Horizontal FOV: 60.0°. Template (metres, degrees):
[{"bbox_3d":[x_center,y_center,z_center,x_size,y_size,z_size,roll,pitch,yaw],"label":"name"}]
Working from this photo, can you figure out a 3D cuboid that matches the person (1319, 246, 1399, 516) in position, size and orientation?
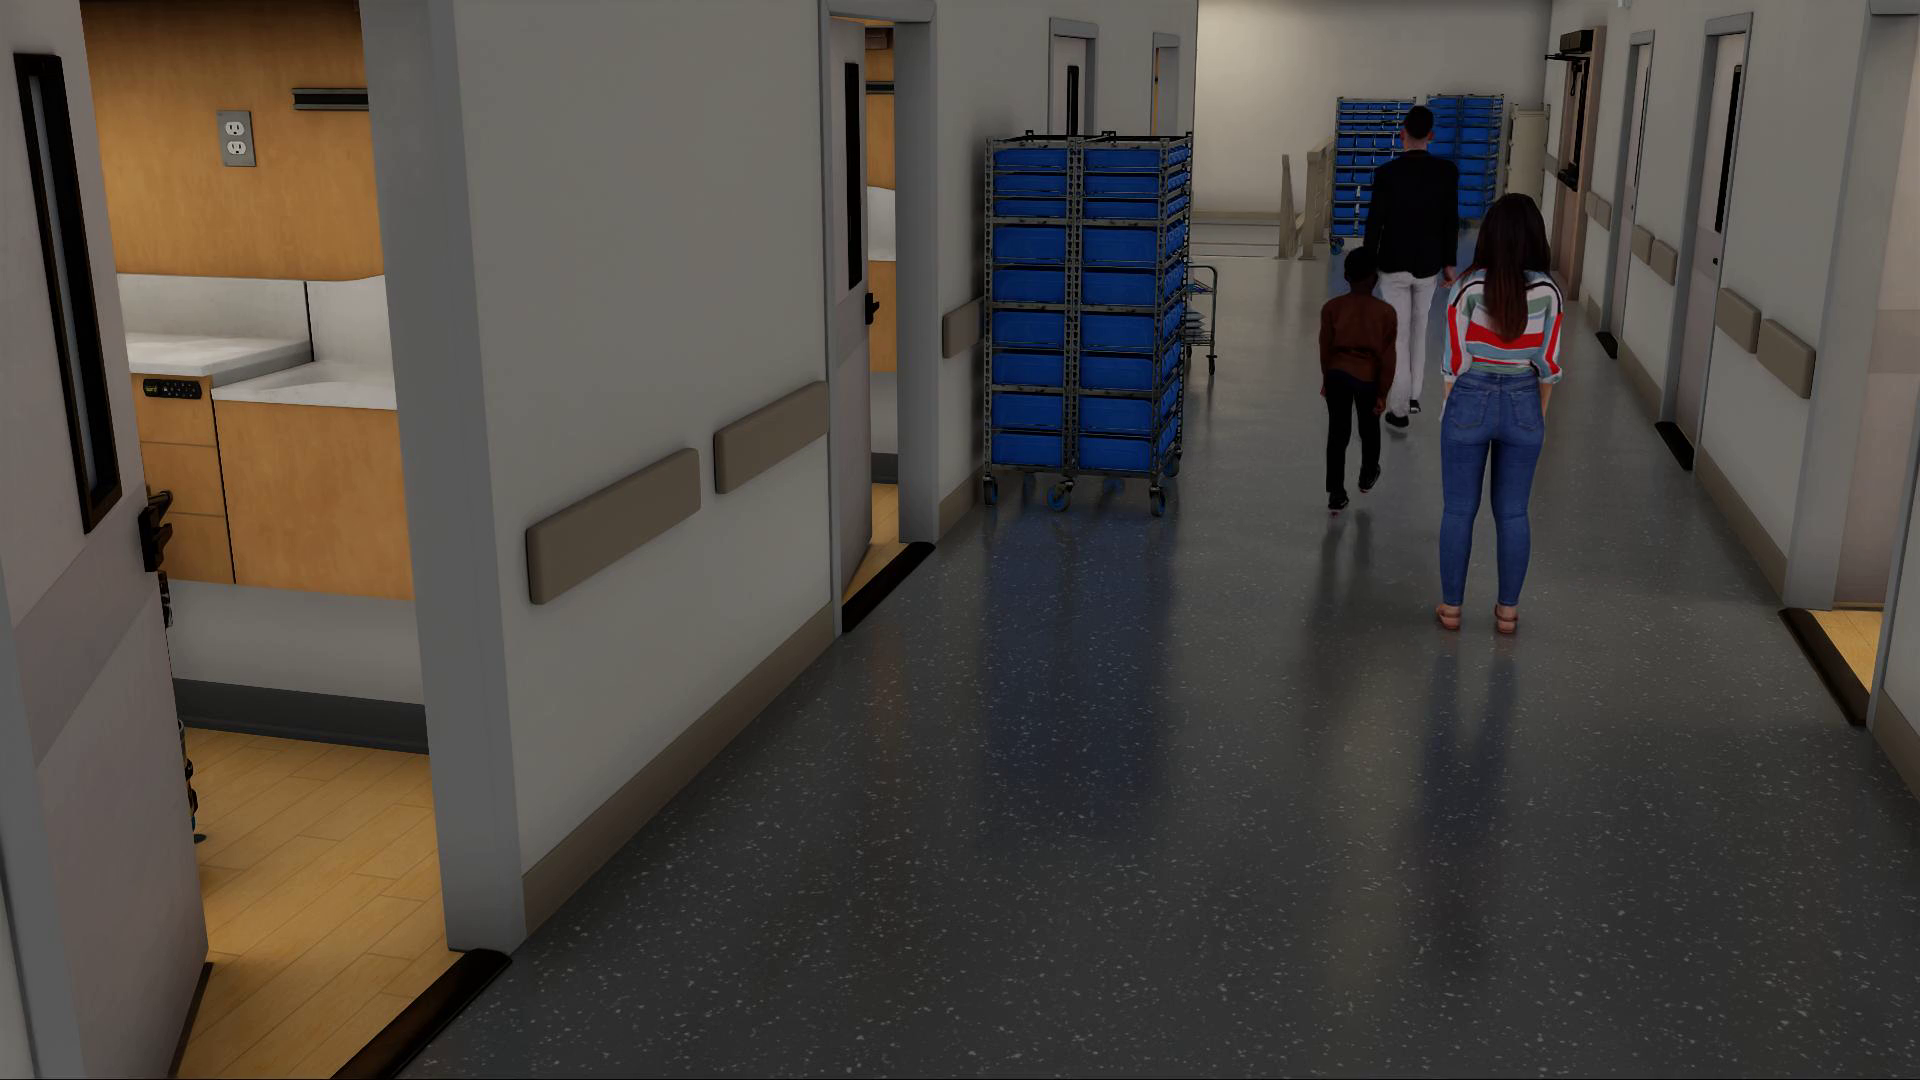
[{"bbox_3d":[1.819,-0.724,7.762,0.567,1.231,0.843,6,17,20],"label":"person"}]

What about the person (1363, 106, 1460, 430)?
[{"bbox_3d":[2.606,-1.544,9.556,0.748,1.837,0.710,0,16,0],"label":"person"}]

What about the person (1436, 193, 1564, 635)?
[{"bbox_3d":[1.968,-0.460,6.126,0.607,1.612,0.550,2,16,7],"label":"person"}]
